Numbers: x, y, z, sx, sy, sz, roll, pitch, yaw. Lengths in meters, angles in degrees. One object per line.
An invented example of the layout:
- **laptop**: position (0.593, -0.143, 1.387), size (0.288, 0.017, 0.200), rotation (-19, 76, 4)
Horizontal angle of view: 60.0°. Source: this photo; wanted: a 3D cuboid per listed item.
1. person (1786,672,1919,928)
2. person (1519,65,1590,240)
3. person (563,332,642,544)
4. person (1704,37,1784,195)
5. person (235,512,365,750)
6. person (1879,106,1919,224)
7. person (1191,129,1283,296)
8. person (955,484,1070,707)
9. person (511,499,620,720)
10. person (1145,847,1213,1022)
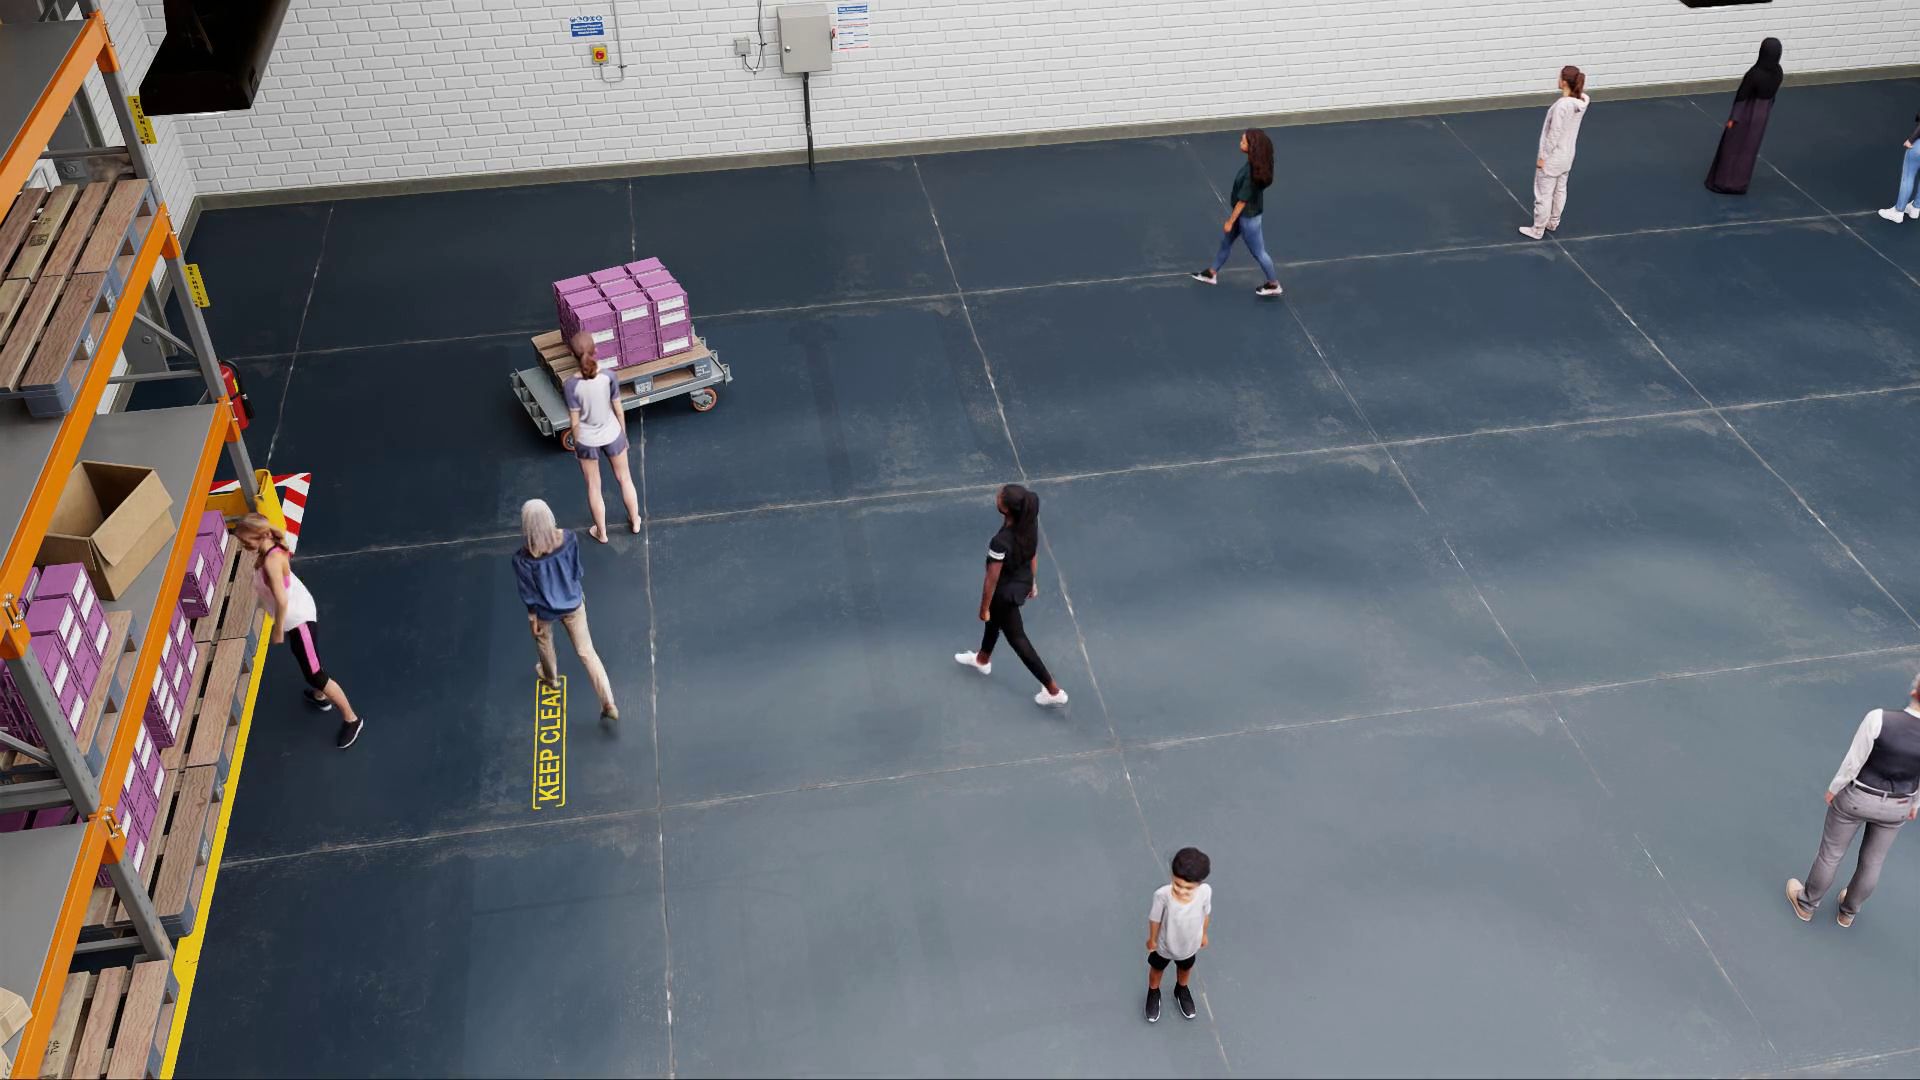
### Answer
- **person**: position (5.138, 1.449, 9.325), size (0.741, 1.933, 0.728), rotation (10, 40, 13)
- **person**: position (5.757, -3.727, 16.001), size (0.730, 1.691, 0.741), rotation (-28, 47, -31)
- **person**: position (-2.650, -0.747, 12.208), size (0.636, 1.767, 0.624), rotation (-15, 41, -18)
- **person**: position (7.962, -4.275, 16.749), size (0.627, 1.615, 0.624), rotation (-11, 40, -14)
- **person**: position (-4.253, 0.479, 10.675), size (0.955, 1.766, 0.664), rotation (-4, 39, -6)
- **person**: position (9.474, -3.906, 16.271), size (0.686, 1.634, 0.619), rotation (-13, 40, -16)
- **person**: position (2.692, -2.912, 15.076), size (0.947, 1.572, 1.102), rotation (9, 40, 11)
- **person**: position (0.394, 0.386, 10.849), size (1.169, 1.692, 1.135), rotation (22, 43, 25)
- **person**: position (-2.554, 0.490, 10.745), size (0.999, 1.661, 1.224), rotation (-27, 46, -30)
- **person**: position (1.188, 2.120, 9.028), size (0.501, 1.257, 0.492), rotation (-3, 39, -4)
